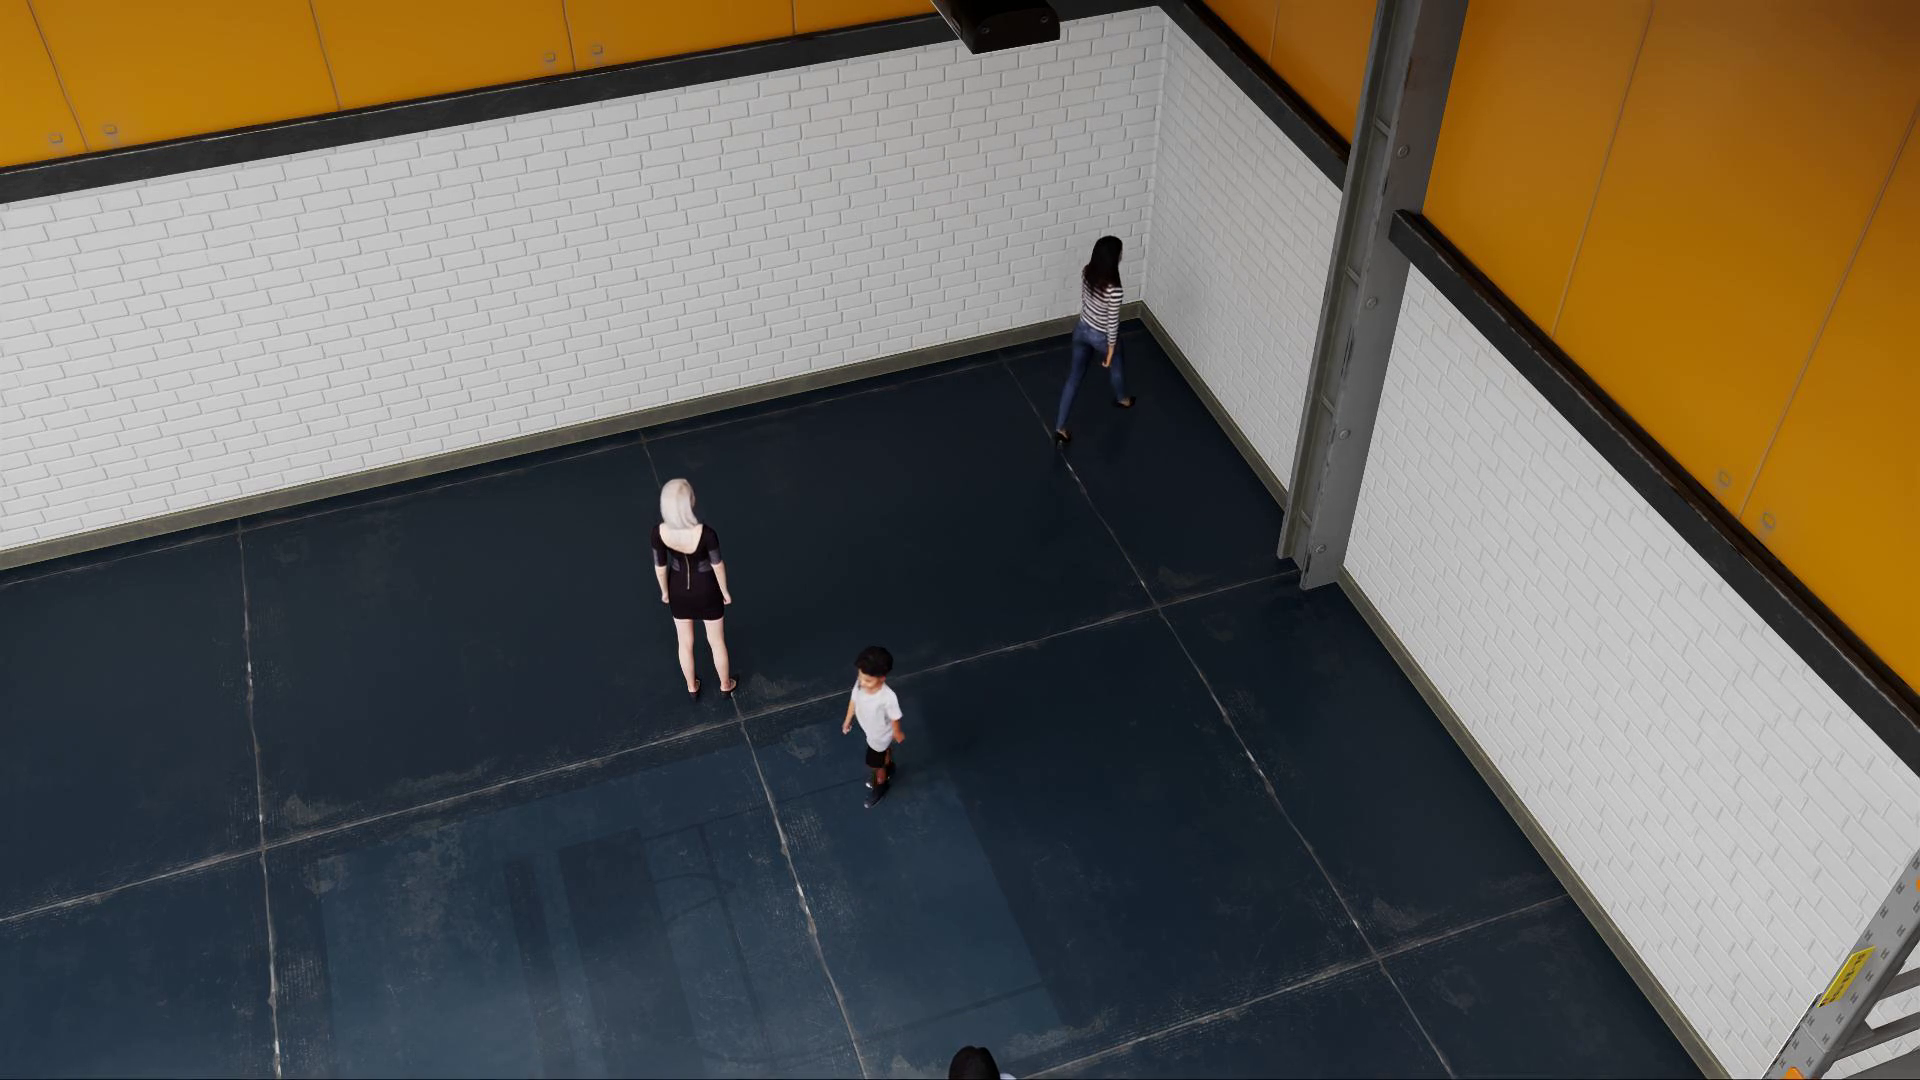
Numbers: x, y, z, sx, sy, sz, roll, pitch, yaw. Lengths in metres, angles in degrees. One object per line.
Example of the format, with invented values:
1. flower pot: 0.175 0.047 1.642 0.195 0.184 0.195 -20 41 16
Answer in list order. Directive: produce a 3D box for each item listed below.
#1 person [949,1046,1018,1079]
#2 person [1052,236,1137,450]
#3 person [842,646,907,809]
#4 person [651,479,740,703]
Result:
1. person: 0.070 2.882 7.833 0.678 1.744 0.598 -20 47 -20
2. person: 0.942 -1.429 12.364 0.984 1.734 1.150 -33 53 -30
3. person: -0.450 1.062 10.103 0.640 1.246 0.576 -29 51 -27
4. person: -1.669 0.336 10.442 0.656 1.831 0.632 2 44 2
